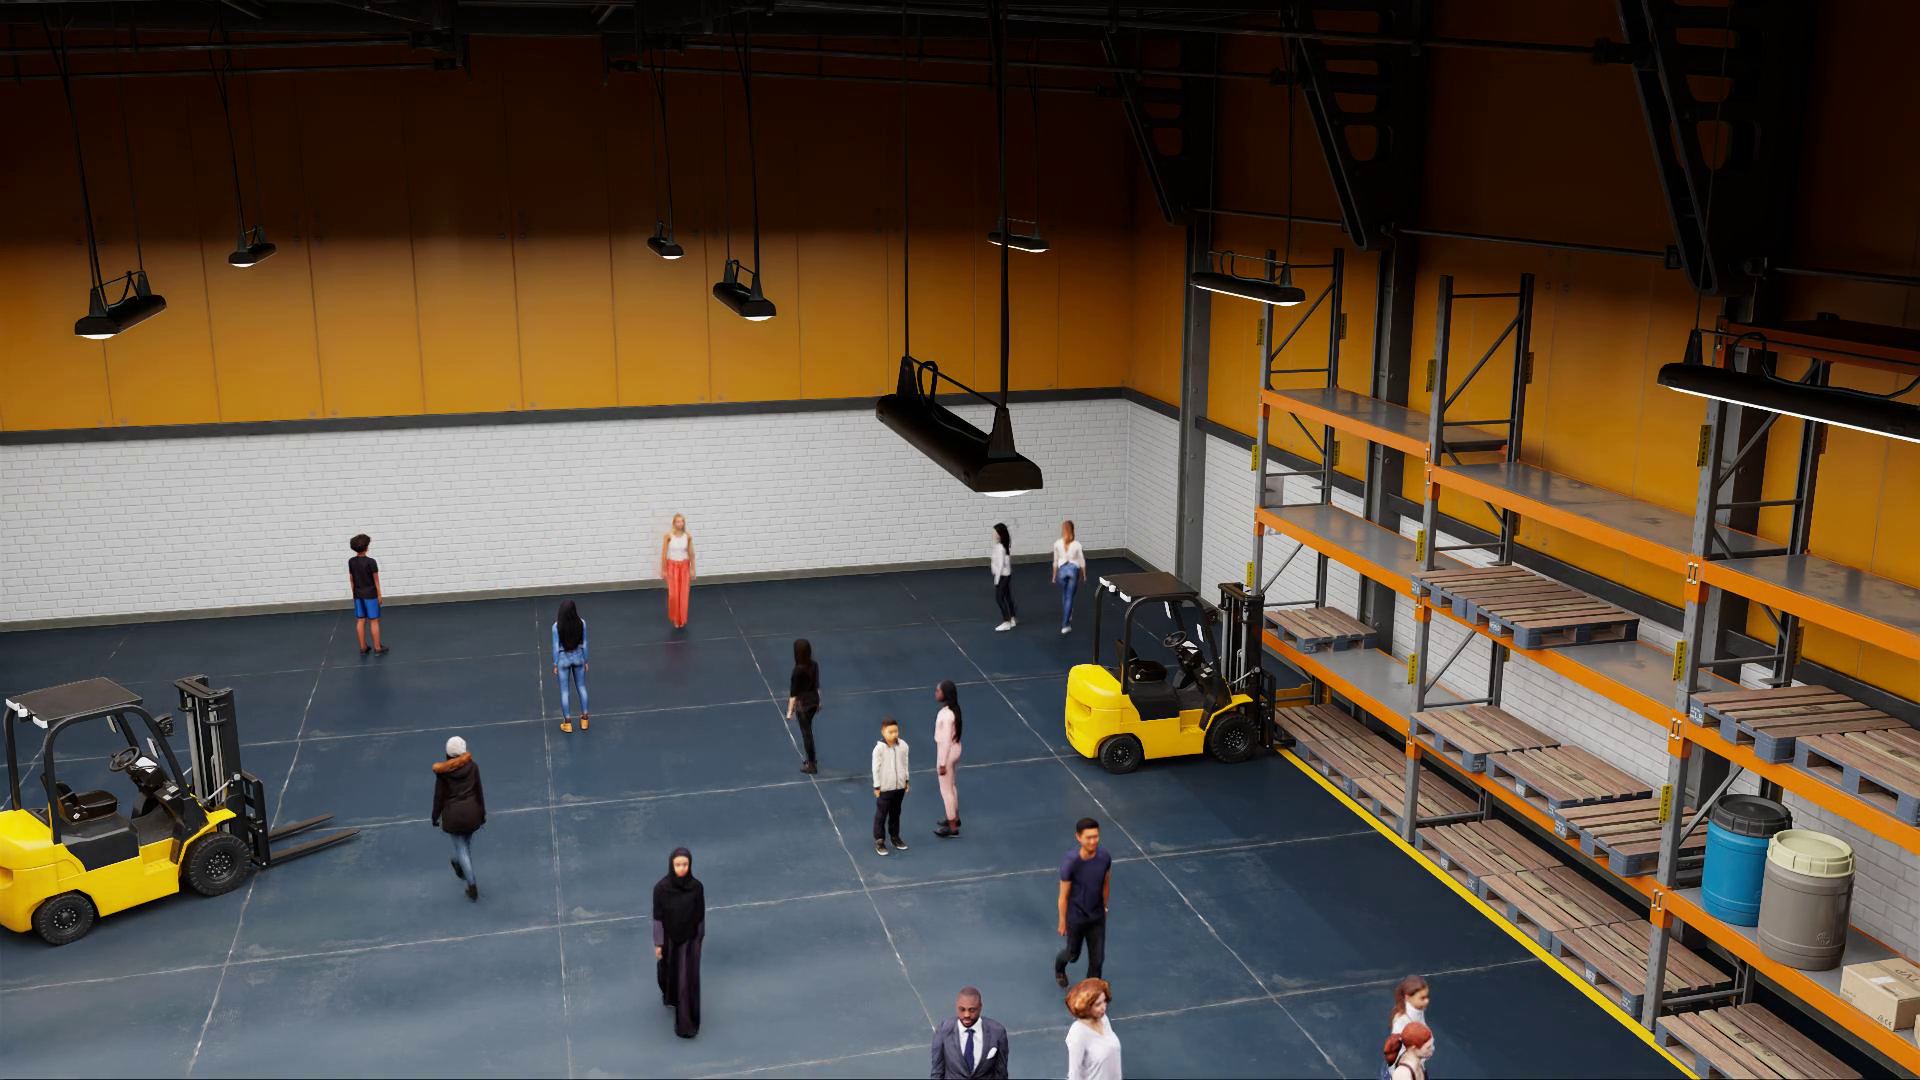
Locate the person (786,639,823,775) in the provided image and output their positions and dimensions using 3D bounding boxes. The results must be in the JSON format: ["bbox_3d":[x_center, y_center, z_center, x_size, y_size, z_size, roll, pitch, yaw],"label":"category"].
[{"bbox_3d":[-1.736,1.965,19.524,0.747,1.634,0.703,10,17,34],"label":"person"}]

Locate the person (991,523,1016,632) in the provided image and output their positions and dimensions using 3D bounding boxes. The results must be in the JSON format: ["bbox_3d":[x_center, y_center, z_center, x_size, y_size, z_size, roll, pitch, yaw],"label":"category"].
[{"bbox_3d":[0.694,0.546,25.298,0.924,1.674,0.725,5,14,19],"label":"person"}]

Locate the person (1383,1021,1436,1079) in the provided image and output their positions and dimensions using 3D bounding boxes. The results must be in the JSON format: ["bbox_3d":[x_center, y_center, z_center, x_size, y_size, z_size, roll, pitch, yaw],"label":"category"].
[{"bbox_3d":[2.860,3.964,10.986,0.958,1.765,0.996,4,14,17],"label":"person"}]

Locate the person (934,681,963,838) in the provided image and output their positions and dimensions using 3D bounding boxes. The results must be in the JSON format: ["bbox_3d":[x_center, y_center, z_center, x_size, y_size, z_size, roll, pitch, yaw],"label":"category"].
[{"bbox_3d":[-0.117,2.330,17.844,0.742,1.713,0.563,1,14,4],"label":"person"}]

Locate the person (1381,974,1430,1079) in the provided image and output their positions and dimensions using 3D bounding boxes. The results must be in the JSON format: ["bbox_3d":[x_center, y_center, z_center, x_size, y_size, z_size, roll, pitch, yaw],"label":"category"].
[{"bbox_3d":[3.141,3.831,12.030,0.708,1.532,0.869,-11,17,-38],"label":"person"}]

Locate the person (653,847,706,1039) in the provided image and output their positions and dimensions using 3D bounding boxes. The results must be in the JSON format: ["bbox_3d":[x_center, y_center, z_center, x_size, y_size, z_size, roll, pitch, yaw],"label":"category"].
[{"bbox_3d":[-2.367,3.324,13.997,0.648,1.593,1.017,-2,14,-9],"label":"person"}]

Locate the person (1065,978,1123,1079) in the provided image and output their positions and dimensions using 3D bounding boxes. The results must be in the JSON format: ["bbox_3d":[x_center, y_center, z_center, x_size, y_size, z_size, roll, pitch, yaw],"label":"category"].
[{"bbox_3d":[0.843,3.846,11.644,1.173,1.685,1.016,12,18,40],"label":"person"}]

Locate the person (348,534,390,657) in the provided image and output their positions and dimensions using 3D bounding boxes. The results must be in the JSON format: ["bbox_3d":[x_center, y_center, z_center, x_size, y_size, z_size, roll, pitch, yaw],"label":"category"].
[{"bbox_3d":[-8.588,0.787,24.033,0.691,1.800,0.708,2,14,9],"label":"person"}]

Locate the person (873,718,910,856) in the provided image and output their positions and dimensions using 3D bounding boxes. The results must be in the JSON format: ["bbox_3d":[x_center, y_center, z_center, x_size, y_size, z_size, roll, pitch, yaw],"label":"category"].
[{"bbox_3d":[-0.736,2.560,17.448,0.645,1.453,0.612,-9,17,-34],"label":"person"}]

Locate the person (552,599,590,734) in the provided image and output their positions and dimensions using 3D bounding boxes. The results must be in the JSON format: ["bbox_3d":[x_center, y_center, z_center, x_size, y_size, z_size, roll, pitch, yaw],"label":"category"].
[{"bbox_3d":[-4.903,1.570,20.985,0.647,1.713,0.593,-7,15,-28],"label":"person"}]

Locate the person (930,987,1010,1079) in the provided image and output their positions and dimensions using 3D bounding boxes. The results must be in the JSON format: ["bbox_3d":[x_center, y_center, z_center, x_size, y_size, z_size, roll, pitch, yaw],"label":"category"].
[{"bbox_3d":[0.060,3.863,11.282,0.751,1.824,0.697,0,14,0],"label":"person"}]

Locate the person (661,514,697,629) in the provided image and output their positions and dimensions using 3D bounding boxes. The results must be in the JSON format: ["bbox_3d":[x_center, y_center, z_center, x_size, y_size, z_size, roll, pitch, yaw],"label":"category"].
[{"bbox_3d":[-4.322,0.458,25.419,0.691,1.787,0.786,-5,14,-20],"label":"person"}]

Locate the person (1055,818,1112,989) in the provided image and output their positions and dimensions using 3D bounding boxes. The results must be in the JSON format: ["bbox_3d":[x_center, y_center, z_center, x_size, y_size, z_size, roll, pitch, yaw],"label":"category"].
[{"bbox_3d":[1.034,3.182,14.223,0.719,1.763,1.108,-5,15,-20],"label":"person"}]

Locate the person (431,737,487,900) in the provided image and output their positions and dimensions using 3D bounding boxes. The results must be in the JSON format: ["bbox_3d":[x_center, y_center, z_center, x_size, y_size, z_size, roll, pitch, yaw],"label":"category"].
[{"bbox_3d":[-4.887,2.752,16.357,0.879,1.595,1.109,-10,17,-36],"label":"person"}]

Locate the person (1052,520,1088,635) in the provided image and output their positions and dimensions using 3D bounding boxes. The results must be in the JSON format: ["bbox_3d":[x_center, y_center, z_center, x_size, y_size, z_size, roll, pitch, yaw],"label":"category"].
[{"bbox_3d":[1.610,0.592,25.106,1.041,1.674,1.212,5,14,19],"label":"person"}]
